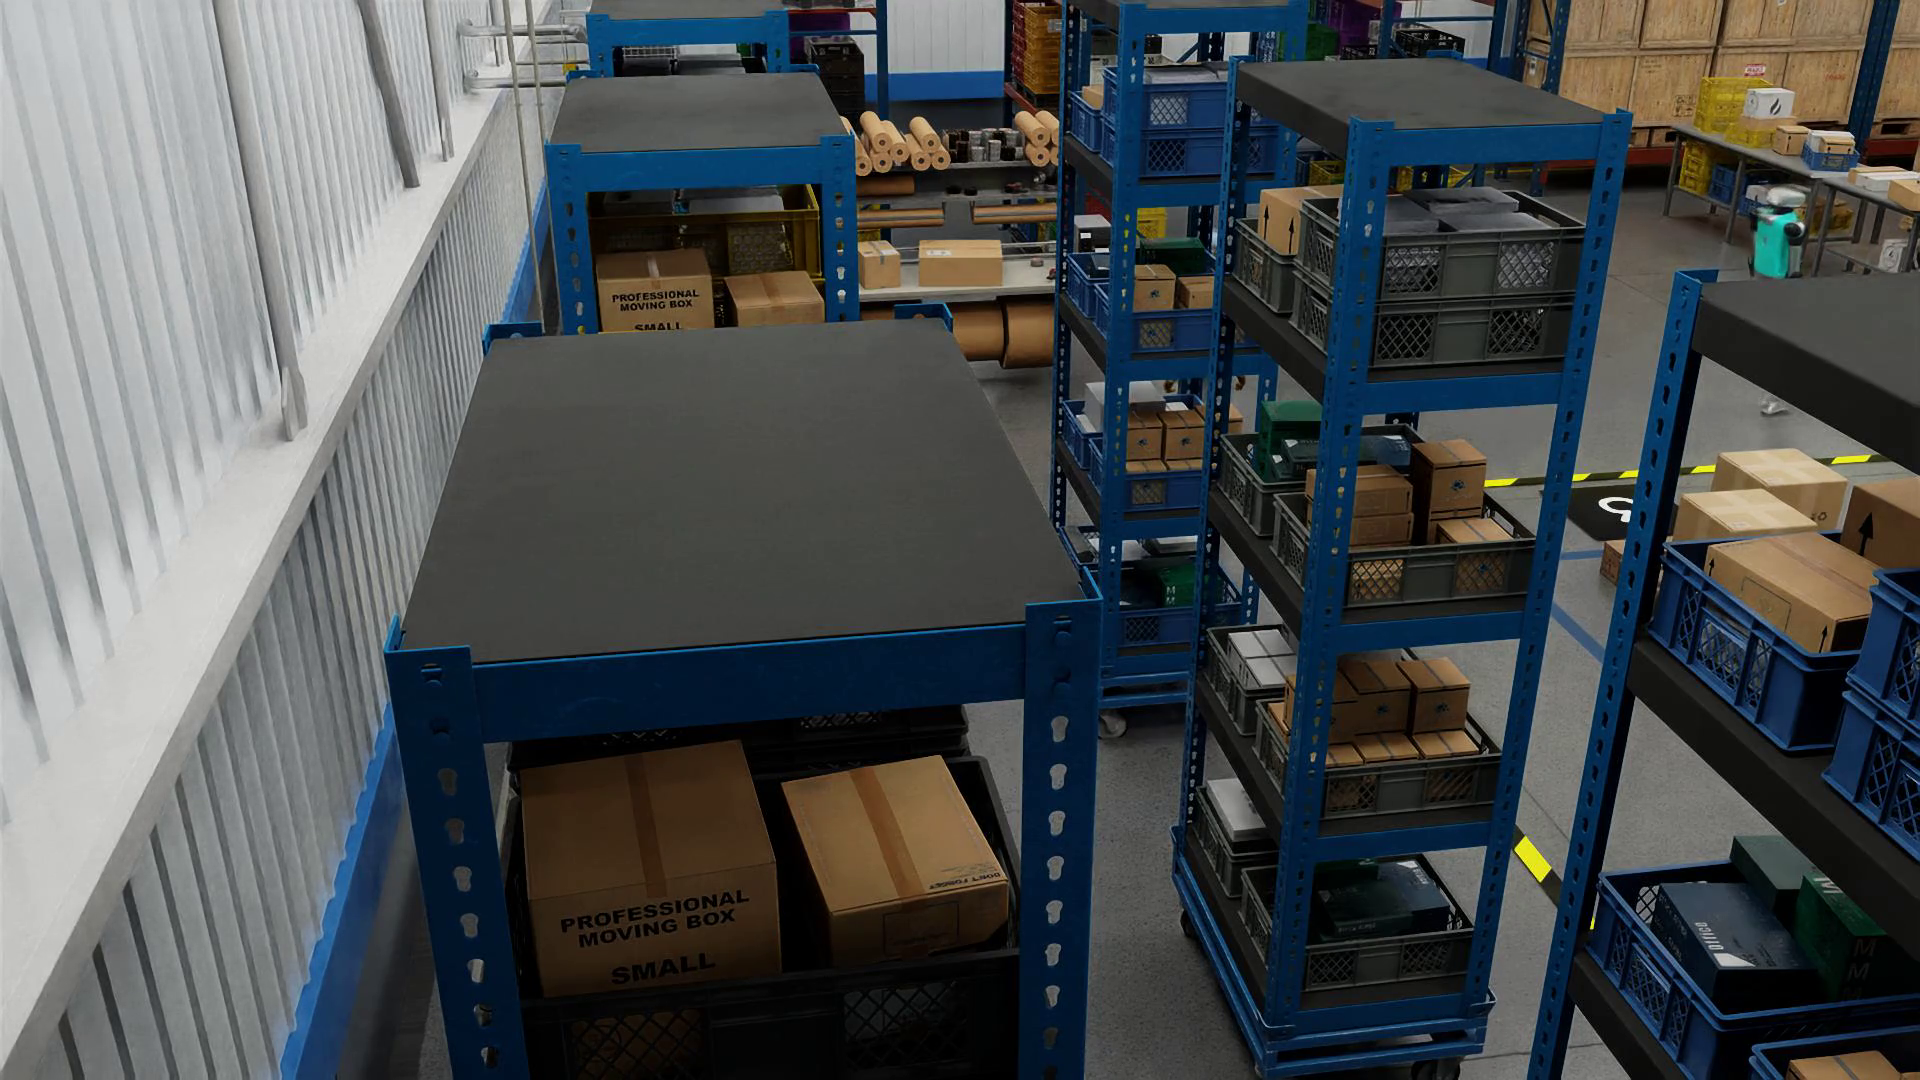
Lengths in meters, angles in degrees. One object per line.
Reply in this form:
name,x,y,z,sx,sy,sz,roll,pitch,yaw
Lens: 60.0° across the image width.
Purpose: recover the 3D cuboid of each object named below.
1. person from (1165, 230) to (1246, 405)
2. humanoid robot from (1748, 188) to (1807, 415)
person,1.605,-1.109,10.815,0.589,1.852,0.366,-5,25,-10
humanoid robot,6.167,-1.716,12.326,0.815,1.811,0.536,-5,25,-11
